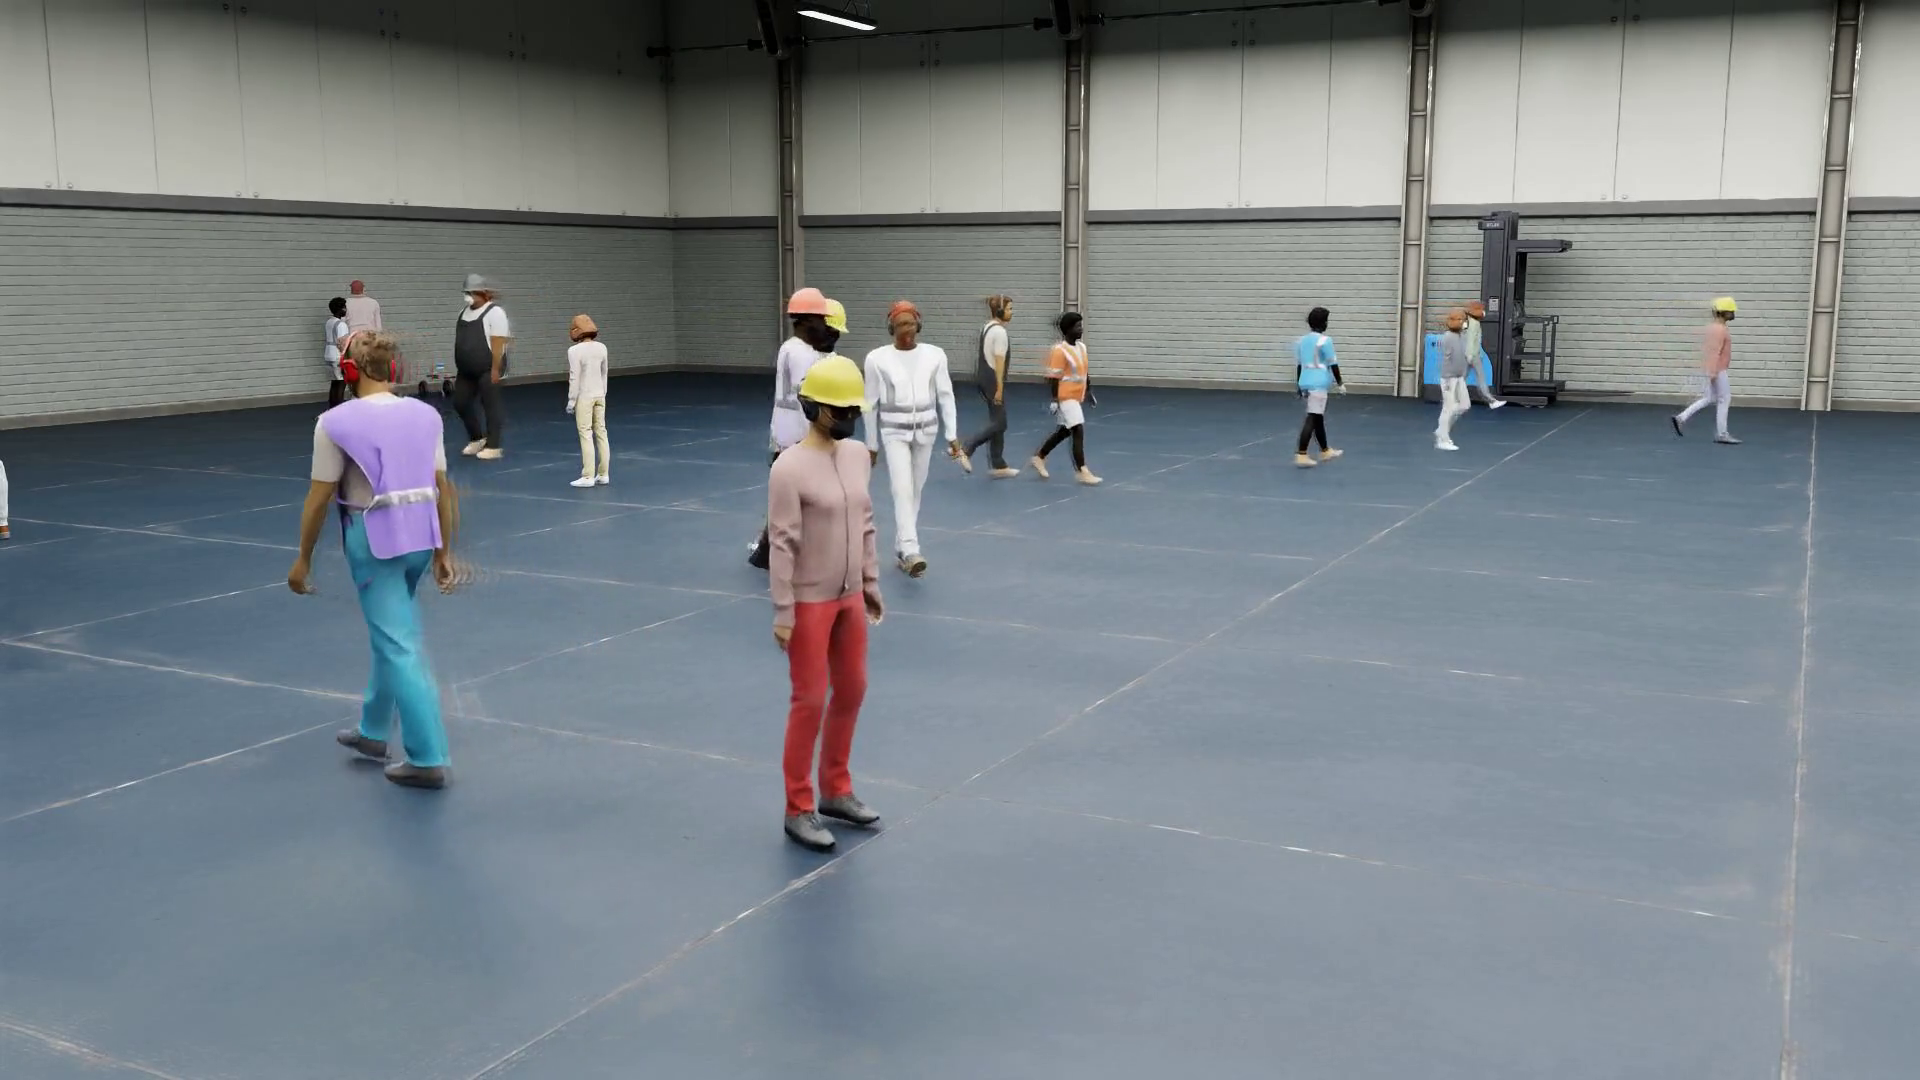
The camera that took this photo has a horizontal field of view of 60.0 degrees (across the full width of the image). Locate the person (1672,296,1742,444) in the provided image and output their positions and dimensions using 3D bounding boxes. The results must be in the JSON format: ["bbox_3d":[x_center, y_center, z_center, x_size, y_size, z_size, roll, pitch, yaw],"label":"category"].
[{"bbox_3d":[8.978,-2.038,19.884,0.703,1.748,0.519,3,10,19],"label":"person"}]

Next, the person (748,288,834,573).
[{"bbox_3d":[-1.073,-0.661,10.818,0.547,1.939,0.708,-2,9,-13],"label":"person"}]

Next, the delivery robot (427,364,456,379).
[{"bbox_3d":[-8.423,-2.747,26.972,0.335,0.223,0.698,-8,12,-40],"label":"delivery robot"}]

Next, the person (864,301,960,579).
[{"bbox_3d":[-0.317,-0.671,11.156,0.587,1.834,0.969,-3,10,-18],"label":"person"}]

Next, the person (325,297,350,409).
[{"bbox_3d":[-8.442,-2.450,22.609,0.321,1.689,0.530,-8,12,-42],"label":"person"}]

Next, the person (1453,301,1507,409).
[{"bbox_3d":[7.631,-2.708,24.475,0.839,1.582,0.524,2,9,14],"label":"person"}]

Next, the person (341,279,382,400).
[{"bbox_3d":[-9.334,-3.093,25.903,0.636,1.911,0.404,-5,10,-26],"label":"person"}]

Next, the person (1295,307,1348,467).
[{"bbox_3d":[3.821,-1.604,17.487,0.743,1.664,0.541,-4,10,-22],"label":"person"}]

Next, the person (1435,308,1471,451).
[{"bbox_3d":[5.678,-1.841,19.079,0.342,1.623,0.505,9,13,44],"label":"person"}]

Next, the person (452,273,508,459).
[{"bbox_3d":[-5.254,-1.885,18.176,0.685,2.000,0.540,5,10,28],"label":"person"}]

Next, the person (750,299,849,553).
[{"bbox_3d":[-1.049,-0.696,11.275,0.963,1.868,0.624,3,10,20],"label":"person"}]

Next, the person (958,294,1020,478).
[{"bbox_3d":[0.269,-1.512,16.421,0.636,1.830,0.520,-2,10,-14],"label":"person"}]

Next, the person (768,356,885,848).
[{"bbox_3d":[-0.469,0.218,5.970,0.379,1.748,0.540,7,11,35],"label":"person"}]

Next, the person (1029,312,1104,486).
[{"bbox_3d":[1.005,-1.382,16.107,0.831,1.664,0.540,5,11,29],"label":"person"}]

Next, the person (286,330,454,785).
[{"bbox_3d":[-2.406,0.065,6.732,0.864,1.803,0.563,5,10,27],"label":"person"}]

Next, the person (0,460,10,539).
[{"bbox_3d":[-7.459,-0.940,12.530,0.351,1.936,0.635,0,9,-2],"label":"person"}]

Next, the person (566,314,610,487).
[{"bbox_3d":[-3.554,-1.329,15.866,0.282,1.633,0.499,5,11,29],"label":"person"}]

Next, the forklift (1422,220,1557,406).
[{"bbox_3d":[8.245,-3.527,25.720,1.873,2.768,1.129,5,10,27],"label":"forklift"}]
